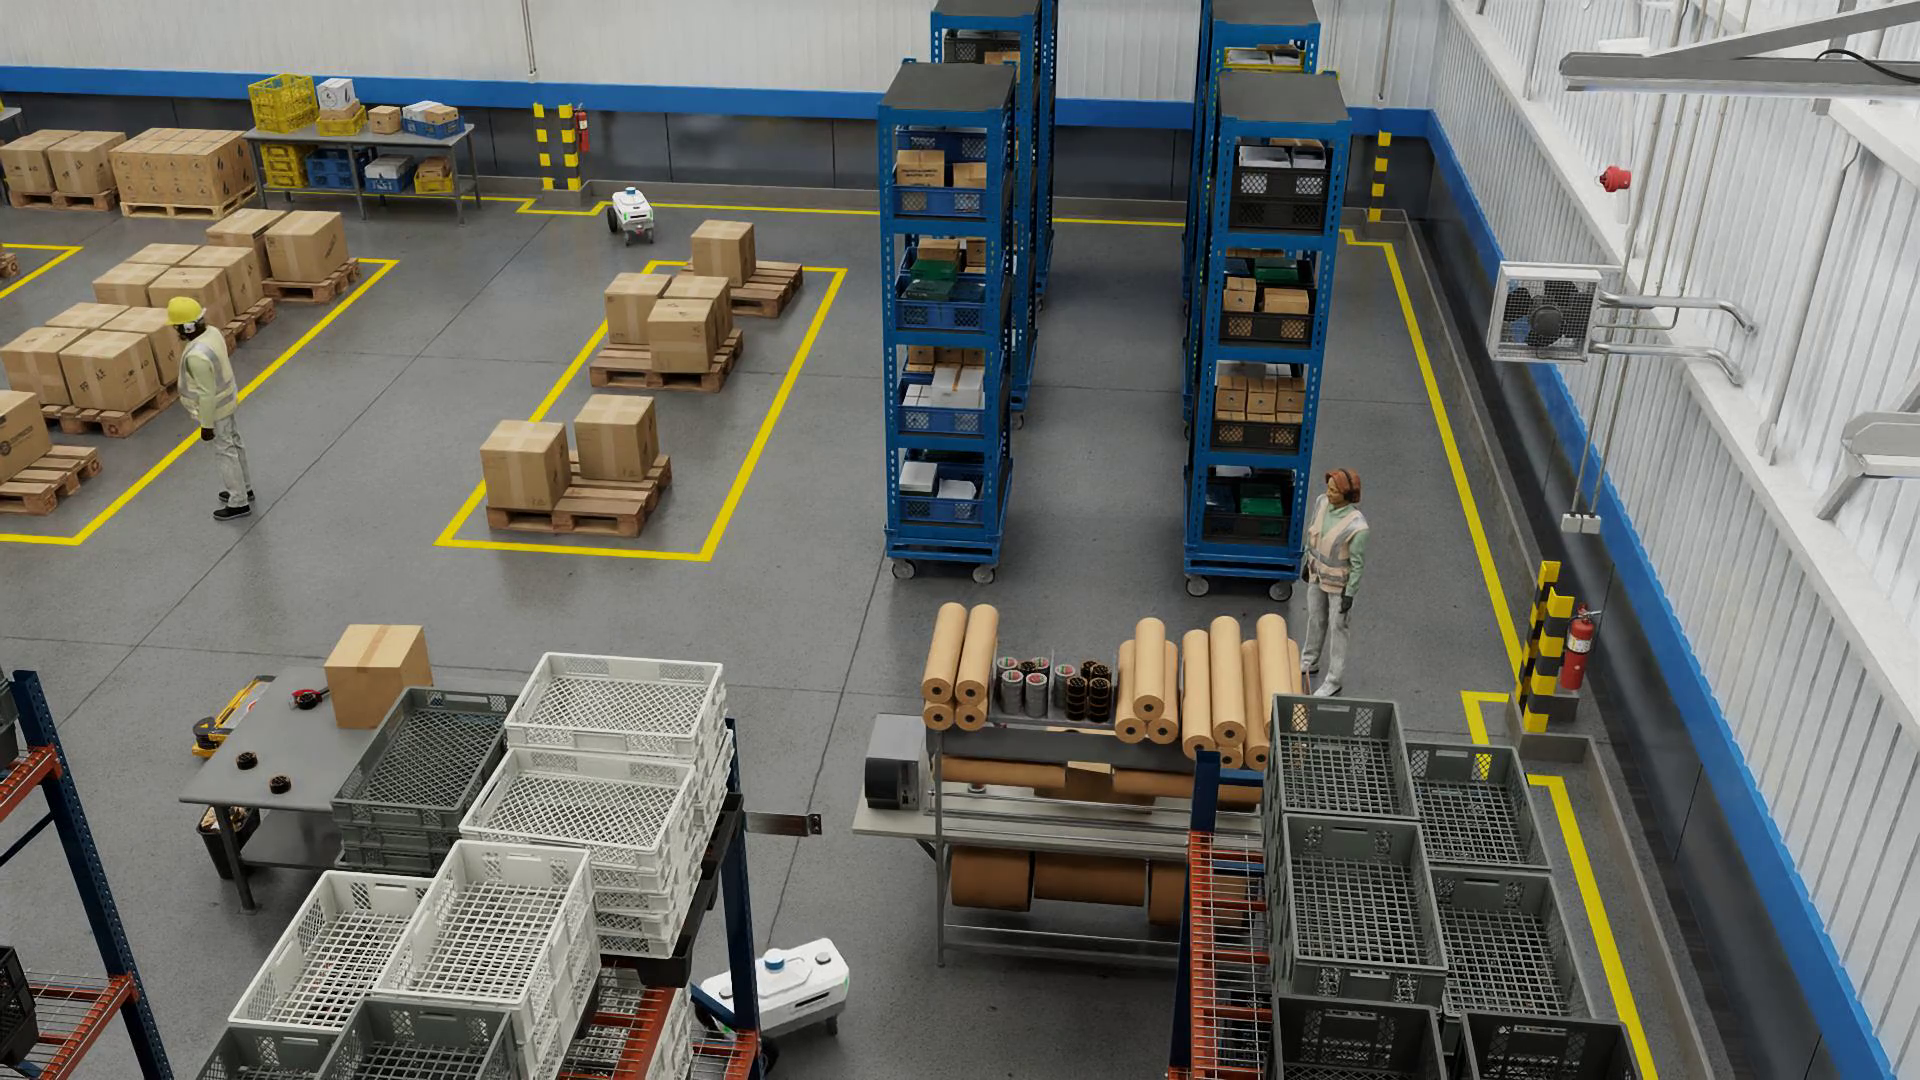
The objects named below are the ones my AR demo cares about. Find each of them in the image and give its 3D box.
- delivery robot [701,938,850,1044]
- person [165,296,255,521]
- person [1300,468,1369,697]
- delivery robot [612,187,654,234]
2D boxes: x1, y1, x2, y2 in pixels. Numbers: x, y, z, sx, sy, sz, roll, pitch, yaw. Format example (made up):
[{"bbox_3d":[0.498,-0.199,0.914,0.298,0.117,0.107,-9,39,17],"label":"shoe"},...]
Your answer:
[{"bbox_3d":[-0.920,2.270,8.377,0.707,0.478,0.477,-15,33,-23],"label":"delivery robot"},{"bbox_3d":[-5.798,-1.033,12.884,0.404,1.828,0.587,-6,31,-10],"label":"person"},{"bbox_3d":[2.418,0.265,10.838,0.309,1.641,0.514,-15,33,-24],"label":"person"},{"bbox_3d":[-3.668,-3.708,18.645,0.477,0.478,0.707,-11,32,-18],"label":"delivery robot"}]
